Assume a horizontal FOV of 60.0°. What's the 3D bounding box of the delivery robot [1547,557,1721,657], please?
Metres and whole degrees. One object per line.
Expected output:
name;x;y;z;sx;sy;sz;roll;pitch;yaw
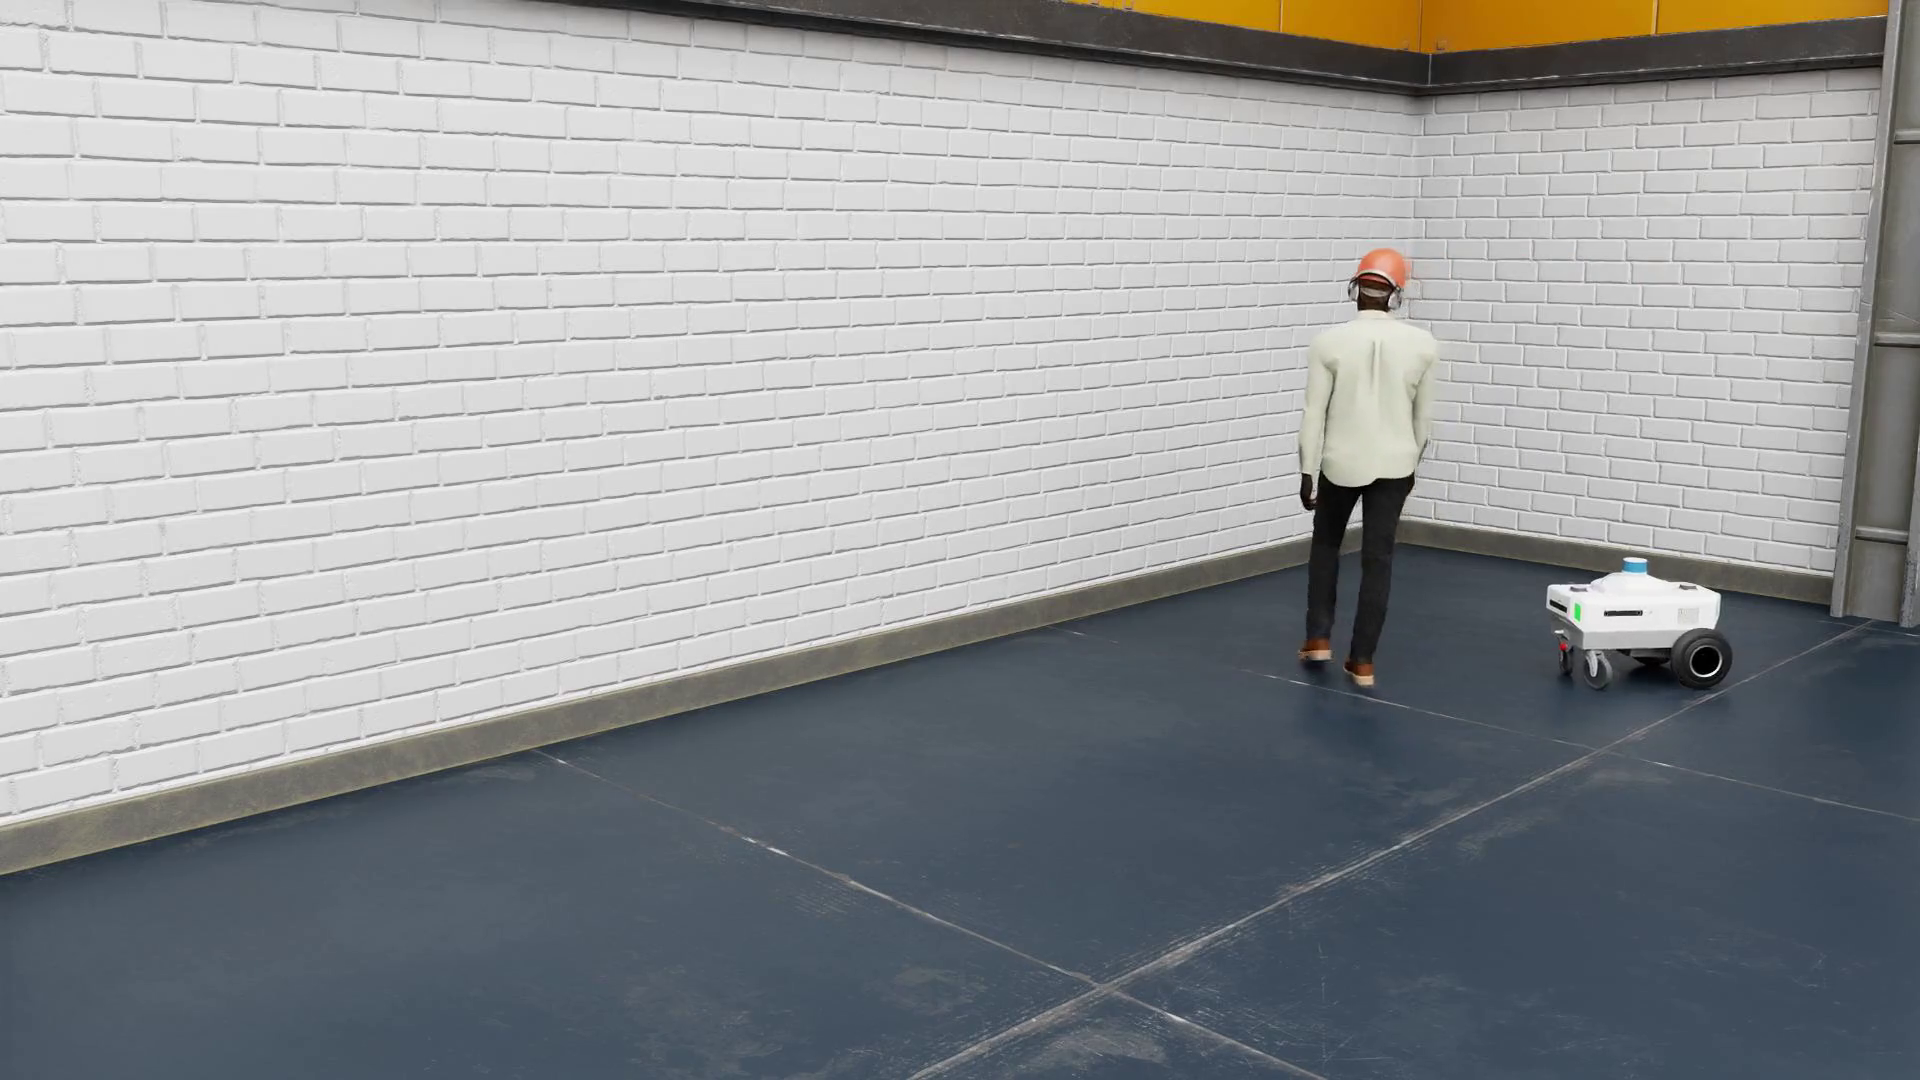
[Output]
delivery robot;3.059;0.324;7.579;0.707;0.478;0.477;-1;10;-4

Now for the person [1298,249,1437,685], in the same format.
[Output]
person;1.844;-0.342;7.641;0.619;1.953;0.695;1;10;3
